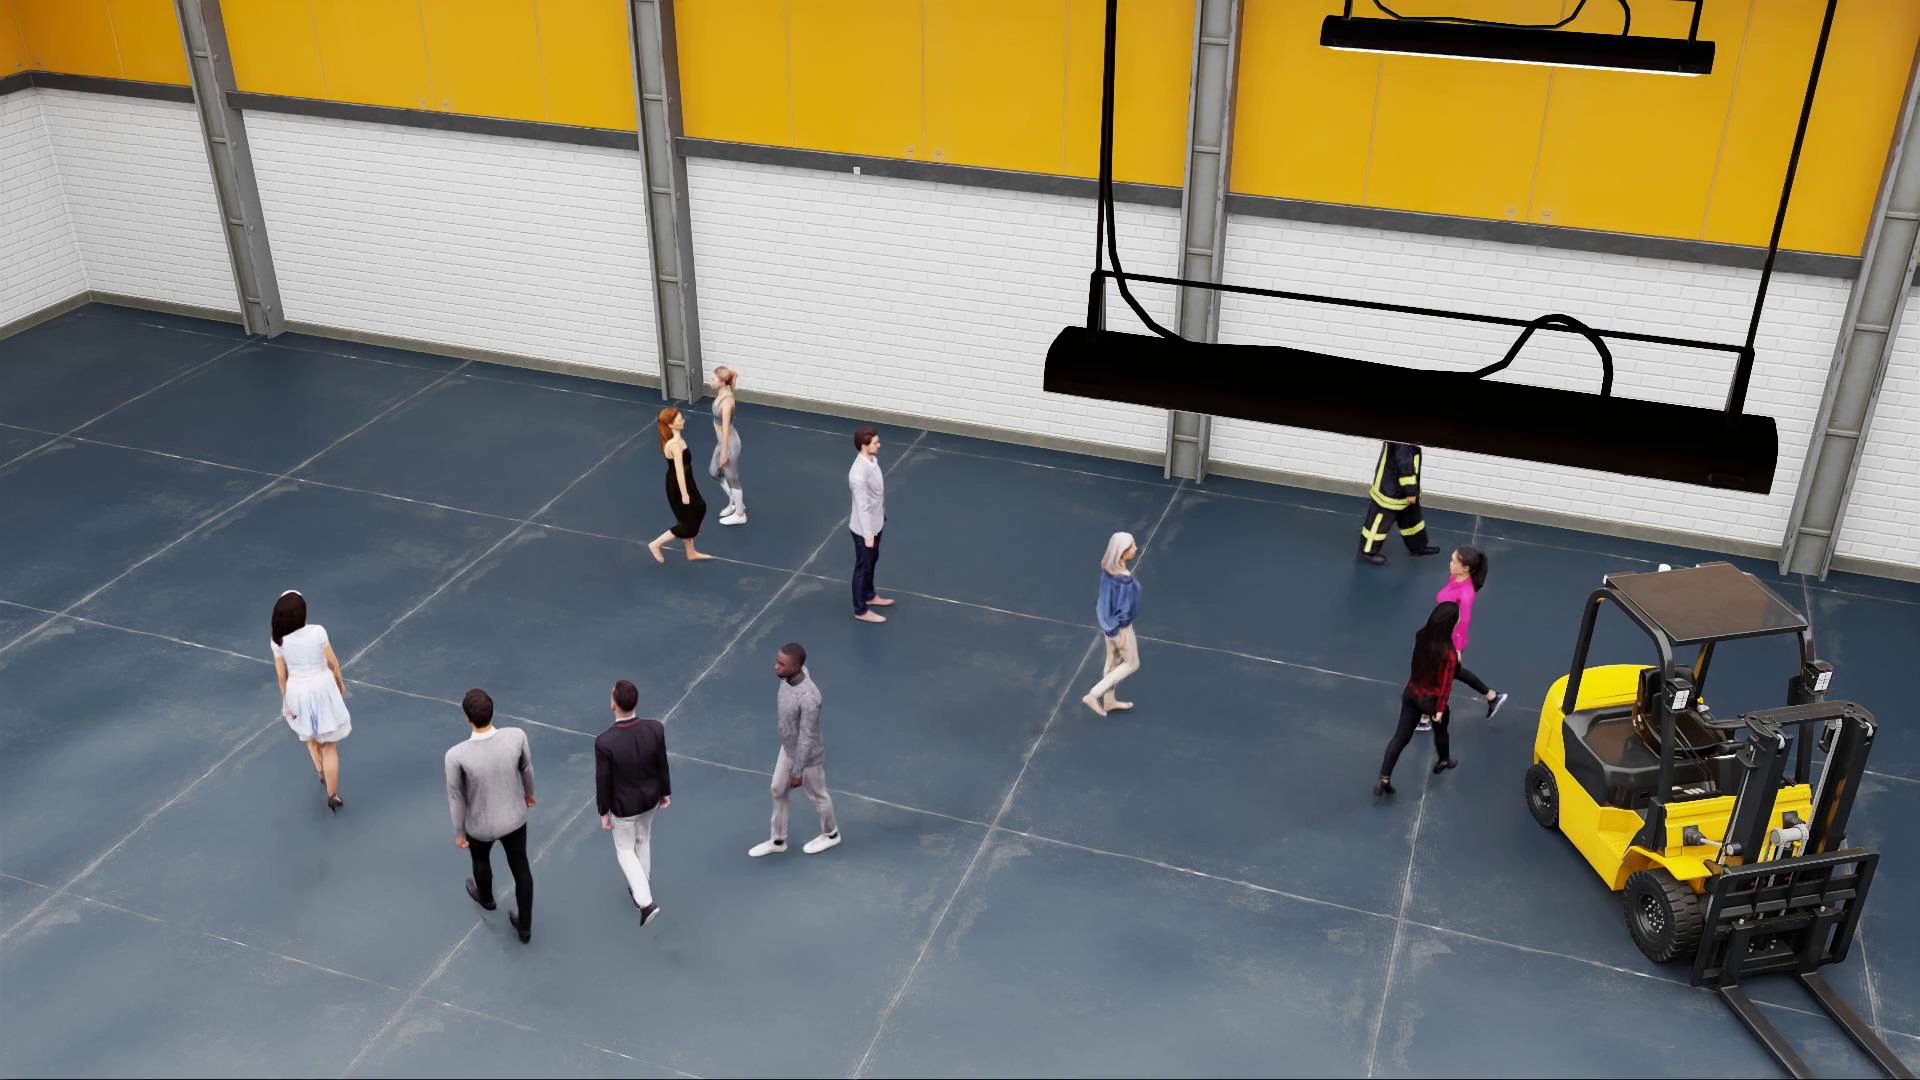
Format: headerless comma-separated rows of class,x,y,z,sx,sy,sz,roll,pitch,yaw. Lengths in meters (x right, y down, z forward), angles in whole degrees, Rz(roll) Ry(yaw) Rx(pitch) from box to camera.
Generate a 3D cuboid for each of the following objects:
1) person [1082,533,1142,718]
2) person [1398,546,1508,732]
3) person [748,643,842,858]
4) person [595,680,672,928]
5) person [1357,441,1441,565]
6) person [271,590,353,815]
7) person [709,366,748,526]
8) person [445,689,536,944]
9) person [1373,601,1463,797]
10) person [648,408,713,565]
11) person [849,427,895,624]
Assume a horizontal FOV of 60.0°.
person,1.178,0.708,13.346,0.875,1.687,0.809,-8,30,-15
person,3.993,0.810,13.171,1.126,1.676,0.764,2,29,4
person,-1.025,1.481,11.796,1.063,1.815,1.015,-15,32,-26
person,-2.148,1.815,11.181,0.989,1.817,1.061,-16,32,-26
person,4.022,-0.617,15.614,0.979,1.841,0.786,9,30,16
person,-4.754,1.248,12.244,0.923,1.794,0.954,-6,29,-11
person,-2.190,-0.928,16.334,0.721,1.698,0.690,-6,29,-11
person,-3.029,1.878,10.980,1.078,1.900,1.167,-18,33,-29
person,3.418,1.234,12.471,1.051,1.602,1.090,-17,33,-29
person,-2.704,-0.478,15.597,0.922,1.614,0.803,-5,29,-10
person,-0.838,-0.159,14.764,0.649,1.852,0.727,4,29,8
